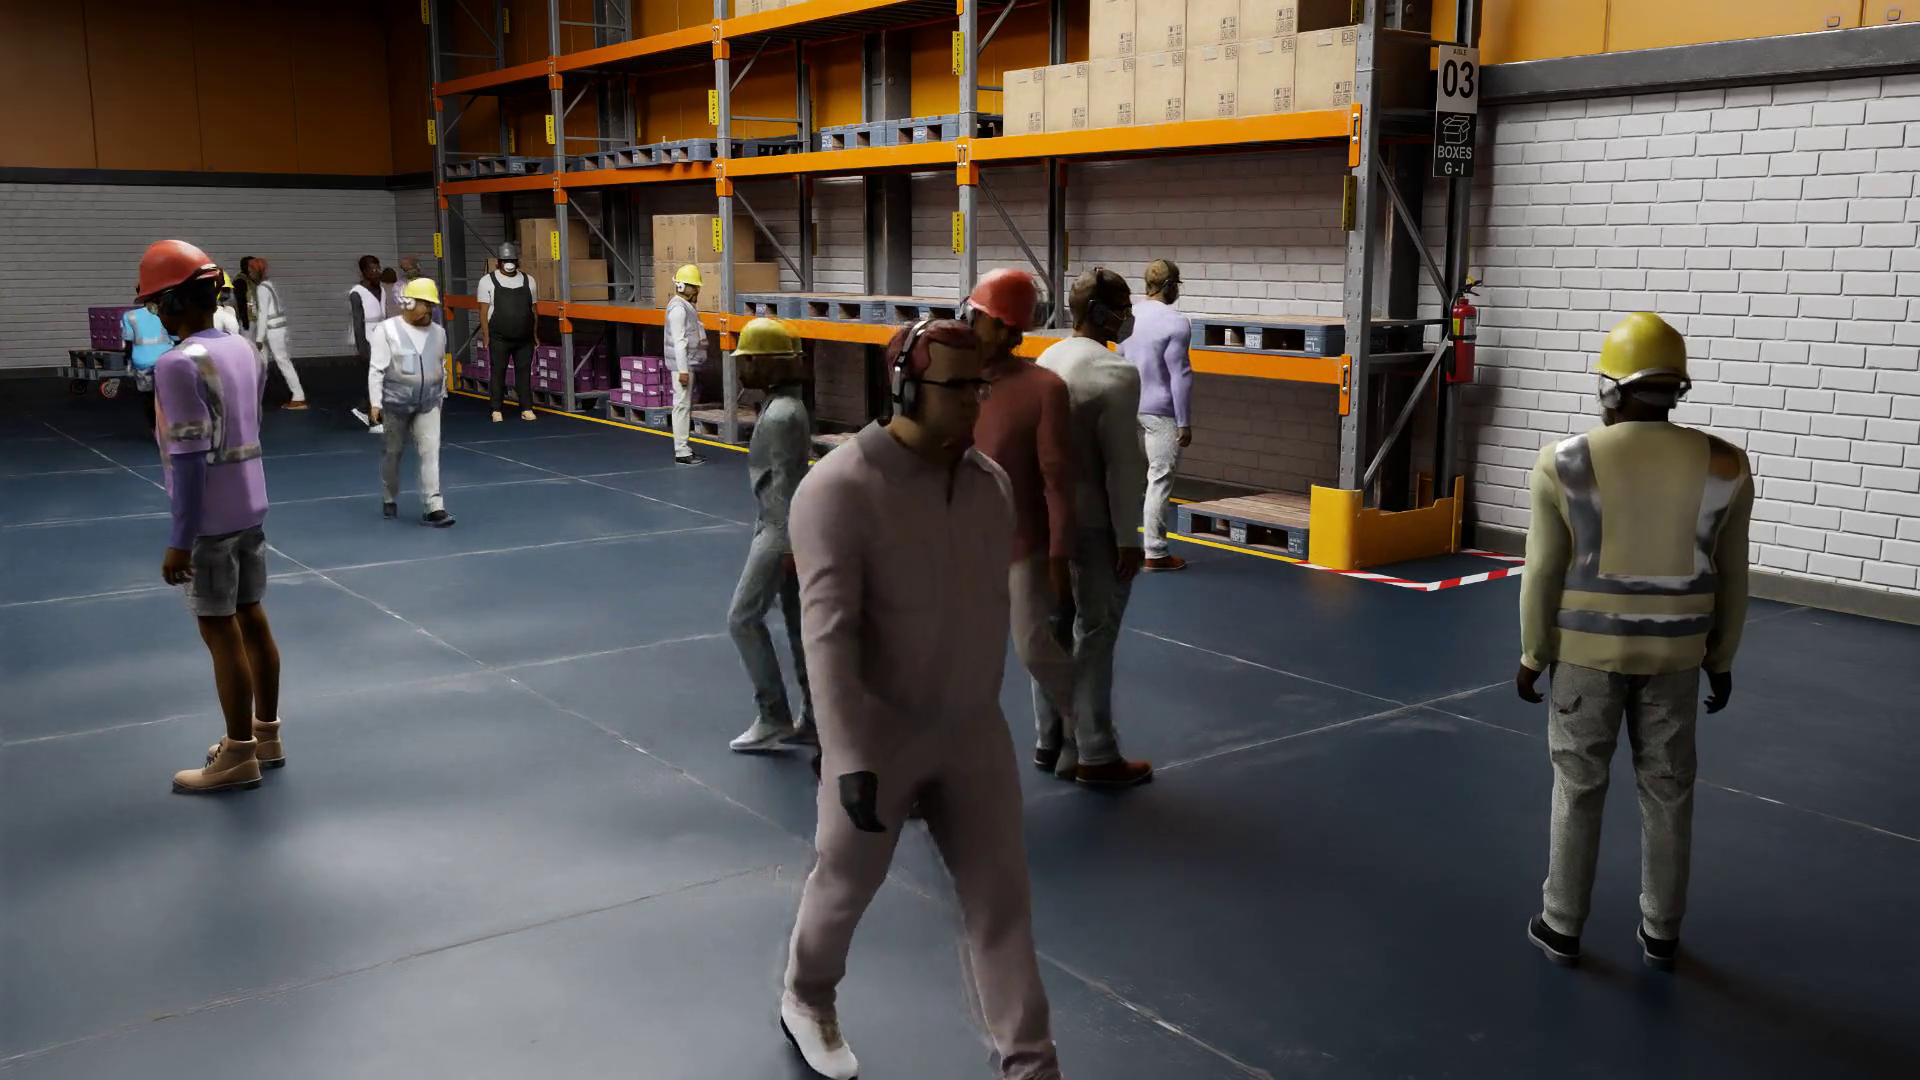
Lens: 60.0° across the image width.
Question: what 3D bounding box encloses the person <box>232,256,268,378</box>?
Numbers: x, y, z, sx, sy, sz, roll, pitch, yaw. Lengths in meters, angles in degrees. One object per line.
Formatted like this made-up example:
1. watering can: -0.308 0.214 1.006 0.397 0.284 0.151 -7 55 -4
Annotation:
1. person: -10.528 -3.282 24.683 0.431 1.836 0.629 0 10 -1

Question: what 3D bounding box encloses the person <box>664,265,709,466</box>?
1. person: -2.496 -1.590 15.206 0.404 1.823 0.592 -1 10 -4

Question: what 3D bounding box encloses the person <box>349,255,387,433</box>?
1. person: -6.277 -2.082 17.752 0.458 1.900 0.614 2 10 10

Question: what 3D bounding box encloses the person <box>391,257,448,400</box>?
1. person: -6.853 -2.668 21.186 0.727 1.856 0.717 -9 14 -42

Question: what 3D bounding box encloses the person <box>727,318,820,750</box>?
1. person: -0.757 -0.014 6.630 0.561 1.721 0.511 0 10 0

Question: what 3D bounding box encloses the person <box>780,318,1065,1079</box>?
1. person: -0.092 0.426 3.821 0.647 1.864 0.958 -7 13 -36

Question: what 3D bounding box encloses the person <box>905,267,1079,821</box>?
1. person: 0.136 -0.009 6.041 0.658 1.949 0.912 5 11 28

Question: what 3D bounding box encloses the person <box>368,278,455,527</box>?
1. person: -3.987 -0.994 12.021 0.651 1.776 0.937 -8 13 -37

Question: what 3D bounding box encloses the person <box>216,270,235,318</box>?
1. person: -7.018 -1.675 15.840 0.307 1.770 0.525 1 10 7

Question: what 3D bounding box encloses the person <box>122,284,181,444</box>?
1. person: -8.167 -1.804 16.868 0.540 1.658 0.855 -3 11 -17

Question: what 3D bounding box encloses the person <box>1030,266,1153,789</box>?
1. person: 0.472 -0.046 6.240 0.372 1.936 0.629 -6 12 -29

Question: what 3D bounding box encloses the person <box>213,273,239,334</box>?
1. person: -5.092 -0.919 11.334 0.508 1.865 0.328 6 12 32

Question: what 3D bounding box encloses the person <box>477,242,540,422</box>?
1. person: -5.091 -2.361 18.912 0.684 2.000 0.535 -6 12 -30

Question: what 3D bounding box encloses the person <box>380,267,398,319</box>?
1. person: -9.114 -3.543 26.670 0.507 1.634 0.274 -6 12 -29

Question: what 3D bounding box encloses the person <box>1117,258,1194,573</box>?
1. person: 1.205 -0.767 10.300 0.361 1.932 0.628 -6 12 -32

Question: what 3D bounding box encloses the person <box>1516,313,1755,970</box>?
1. person: 1.853 0.293 4.628 0.600 1.832 0.404 1 10 8

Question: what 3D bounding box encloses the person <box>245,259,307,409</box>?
1. person: -8.399 -2.469 20.097 0.912 1.829 0.598 -5 11 -27

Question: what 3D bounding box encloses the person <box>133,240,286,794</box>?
1. person: -2.782 -0.077 6.148 0.400 2.033 0.605 0 10 2
